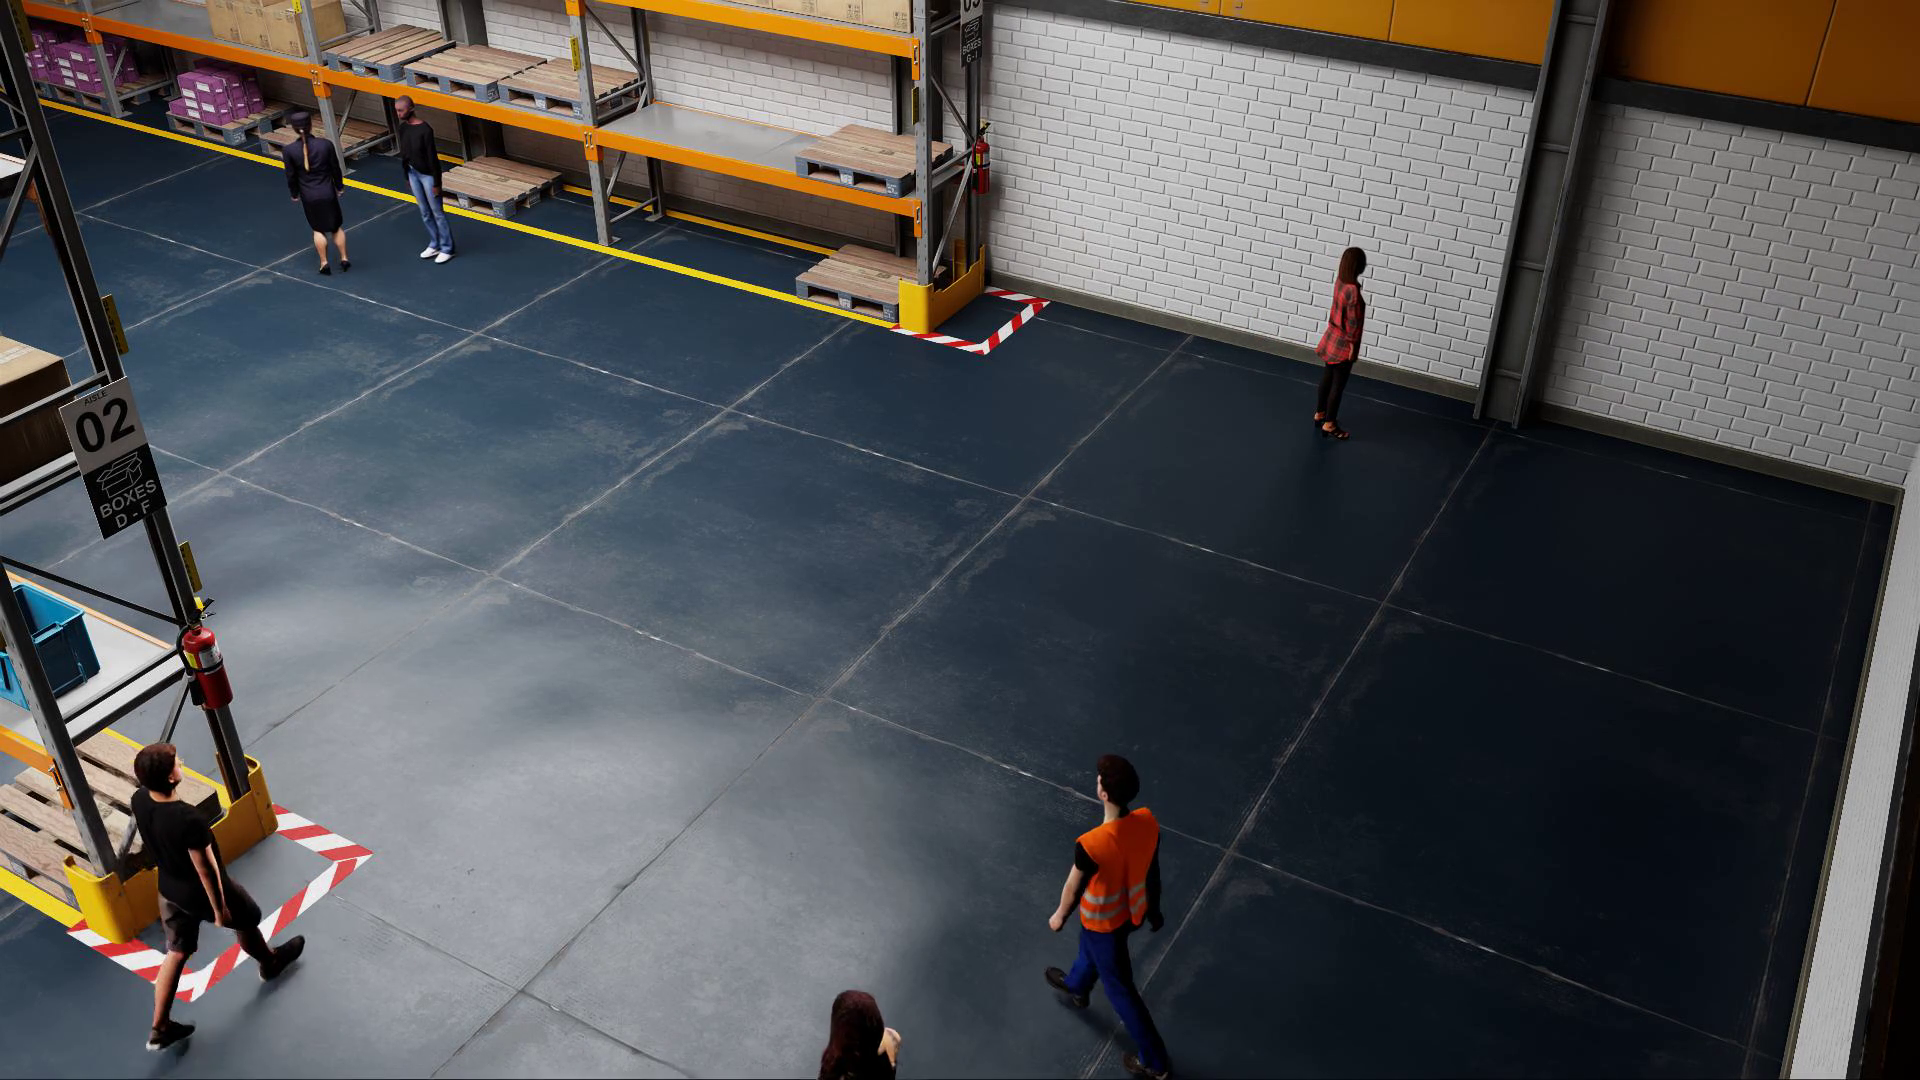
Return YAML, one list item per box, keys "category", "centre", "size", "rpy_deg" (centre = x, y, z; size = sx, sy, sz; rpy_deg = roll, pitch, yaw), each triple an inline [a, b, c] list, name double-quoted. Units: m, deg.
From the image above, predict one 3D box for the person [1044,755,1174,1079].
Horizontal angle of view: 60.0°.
- category: "person"
  centre: [0.839, 1.970, 8.428]
  size: [0.877, 1.842, 1.276]
  rpy_deg: [-27, 42, -35]

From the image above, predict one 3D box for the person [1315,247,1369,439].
- category: "person"
  centre: [3.222, -1.674, 14.037]
  size: [0.744, 1.702, 0.707]
  rpy_deg: [-5, 34, -7]

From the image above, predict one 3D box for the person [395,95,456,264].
- category: "person"
  centre: [-5.499, -3.731, 17.094]
  size: [0.508, 1.744, 0.674]
  rpy_deg: [14, 36, 20]

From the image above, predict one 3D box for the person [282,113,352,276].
- category: "person"
  centre: [-6.482, -3.486, 16.795]
  size: [0.803, 1.666, 0.819]
  rpy_deg: [-16, 37, -23]

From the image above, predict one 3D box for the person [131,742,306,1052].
- category: "person"
  centre: [-4.050, 1.859, 8.608]
  size: [1.187, 1.829, 0.812]
  rpy_deg: [14, 36, 20]

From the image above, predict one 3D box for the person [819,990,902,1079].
- category: "person"
  centre: [-0.341, 2.728, 7.406]
  size: [1.228, 1.713, 0.815]
  rpy_deg: [27, 42, 35]
